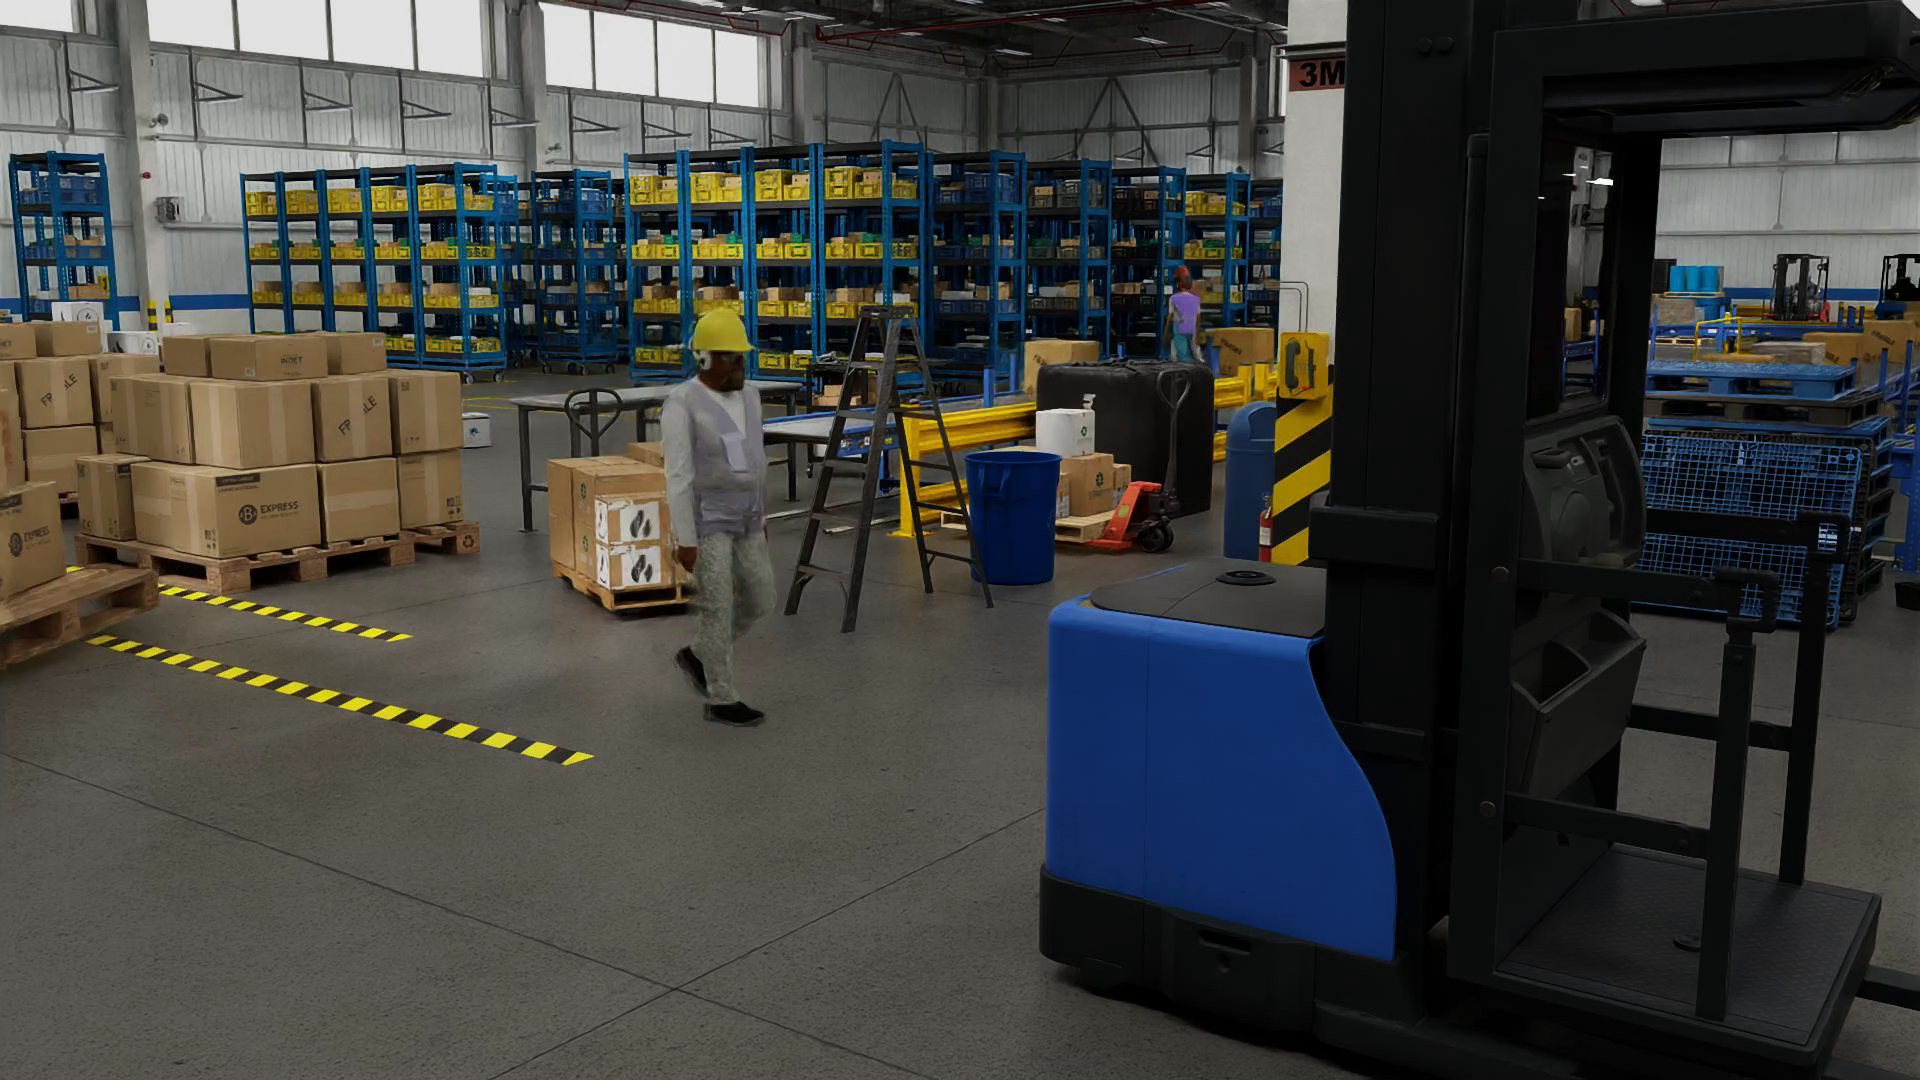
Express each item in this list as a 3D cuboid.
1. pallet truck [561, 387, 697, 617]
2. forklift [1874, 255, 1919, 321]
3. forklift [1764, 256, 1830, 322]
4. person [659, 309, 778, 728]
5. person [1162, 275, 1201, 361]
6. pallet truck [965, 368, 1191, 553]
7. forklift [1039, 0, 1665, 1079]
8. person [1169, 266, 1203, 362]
[{"bbox_3d":[-1.981,-0.274,10.088,0.680,1.201,1.601,-5,11,-28],"label":"pallet truck"},{"bbox_3d":[22.089,-5.634,38.796,1.157,1.987,2.680,6,11,33],"label":"forklift"},{"bbox_3d":[20.253,-5.854,40.139,1.157,1.987,2.680,7,12,35],"label":"forklift"},{"bbox_3d":[-1.060,-0.093,7.242,0.467,1.820,0.615,6,11,30],"label":"person"},{"bbox_3d":[3.488,-3.198,25.793,0.567,1.808,0.913,-6,11,-33],"label":"person"},{"bbox_3d":[0.845,-0.609,11.869,1.630,1.274,0.653,7,12,35],"label":"pallet truck"},{"bbox_3d":[1.249,-0.137,4.360,1.873,2.768,1.129,7,12,35],"label":"forklift"},{"bbox_3d":[3.742,-3.592,27.776,1.011,1.935,0.626,-8,12,-40],"label":"person"}]
